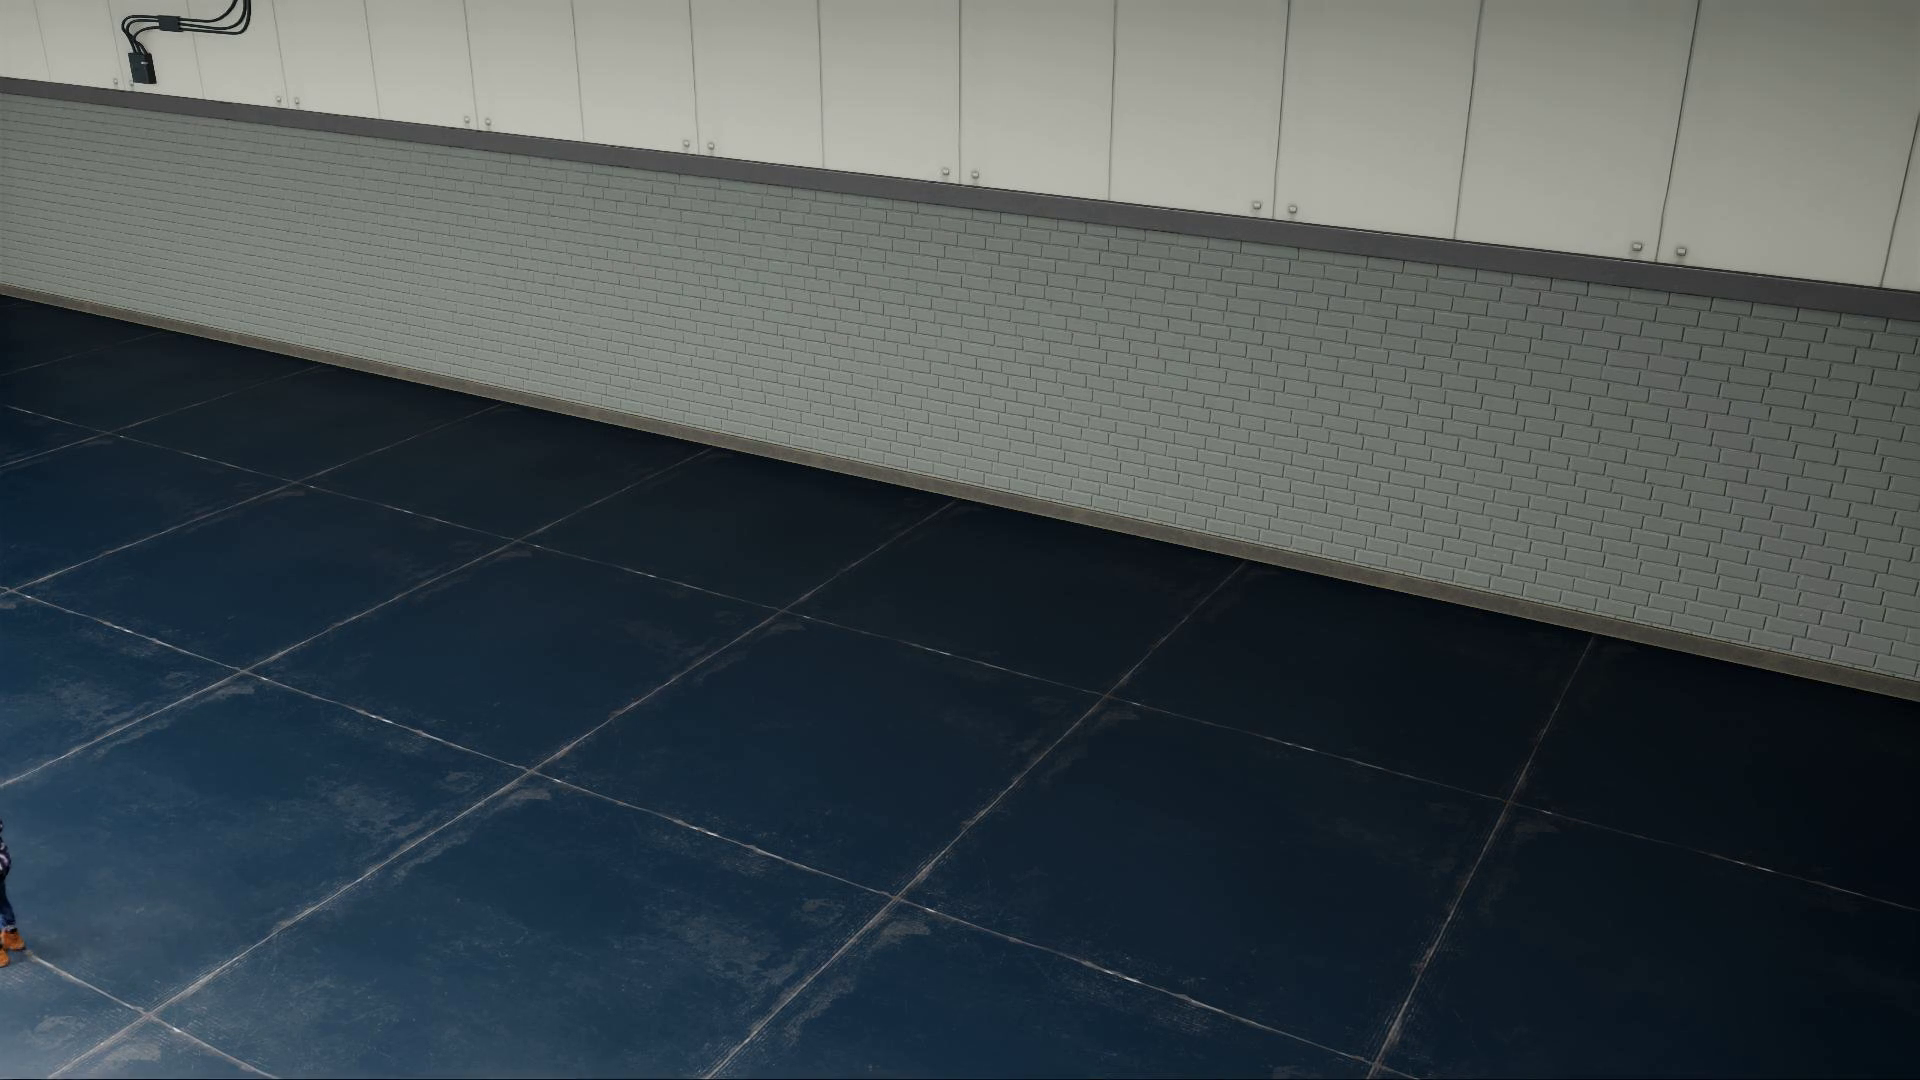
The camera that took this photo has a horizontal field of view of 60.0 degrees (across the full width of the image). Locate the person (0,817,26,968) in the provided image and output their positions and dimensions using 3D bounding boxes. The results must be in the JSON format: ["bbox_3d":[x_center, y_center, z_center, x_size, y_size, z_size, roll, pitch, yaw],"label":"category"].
[{"bbox_3d":[-5.527,1.831,9.460,0.675,1.246,0.608,-2,23,-5],"label":"person"}]
